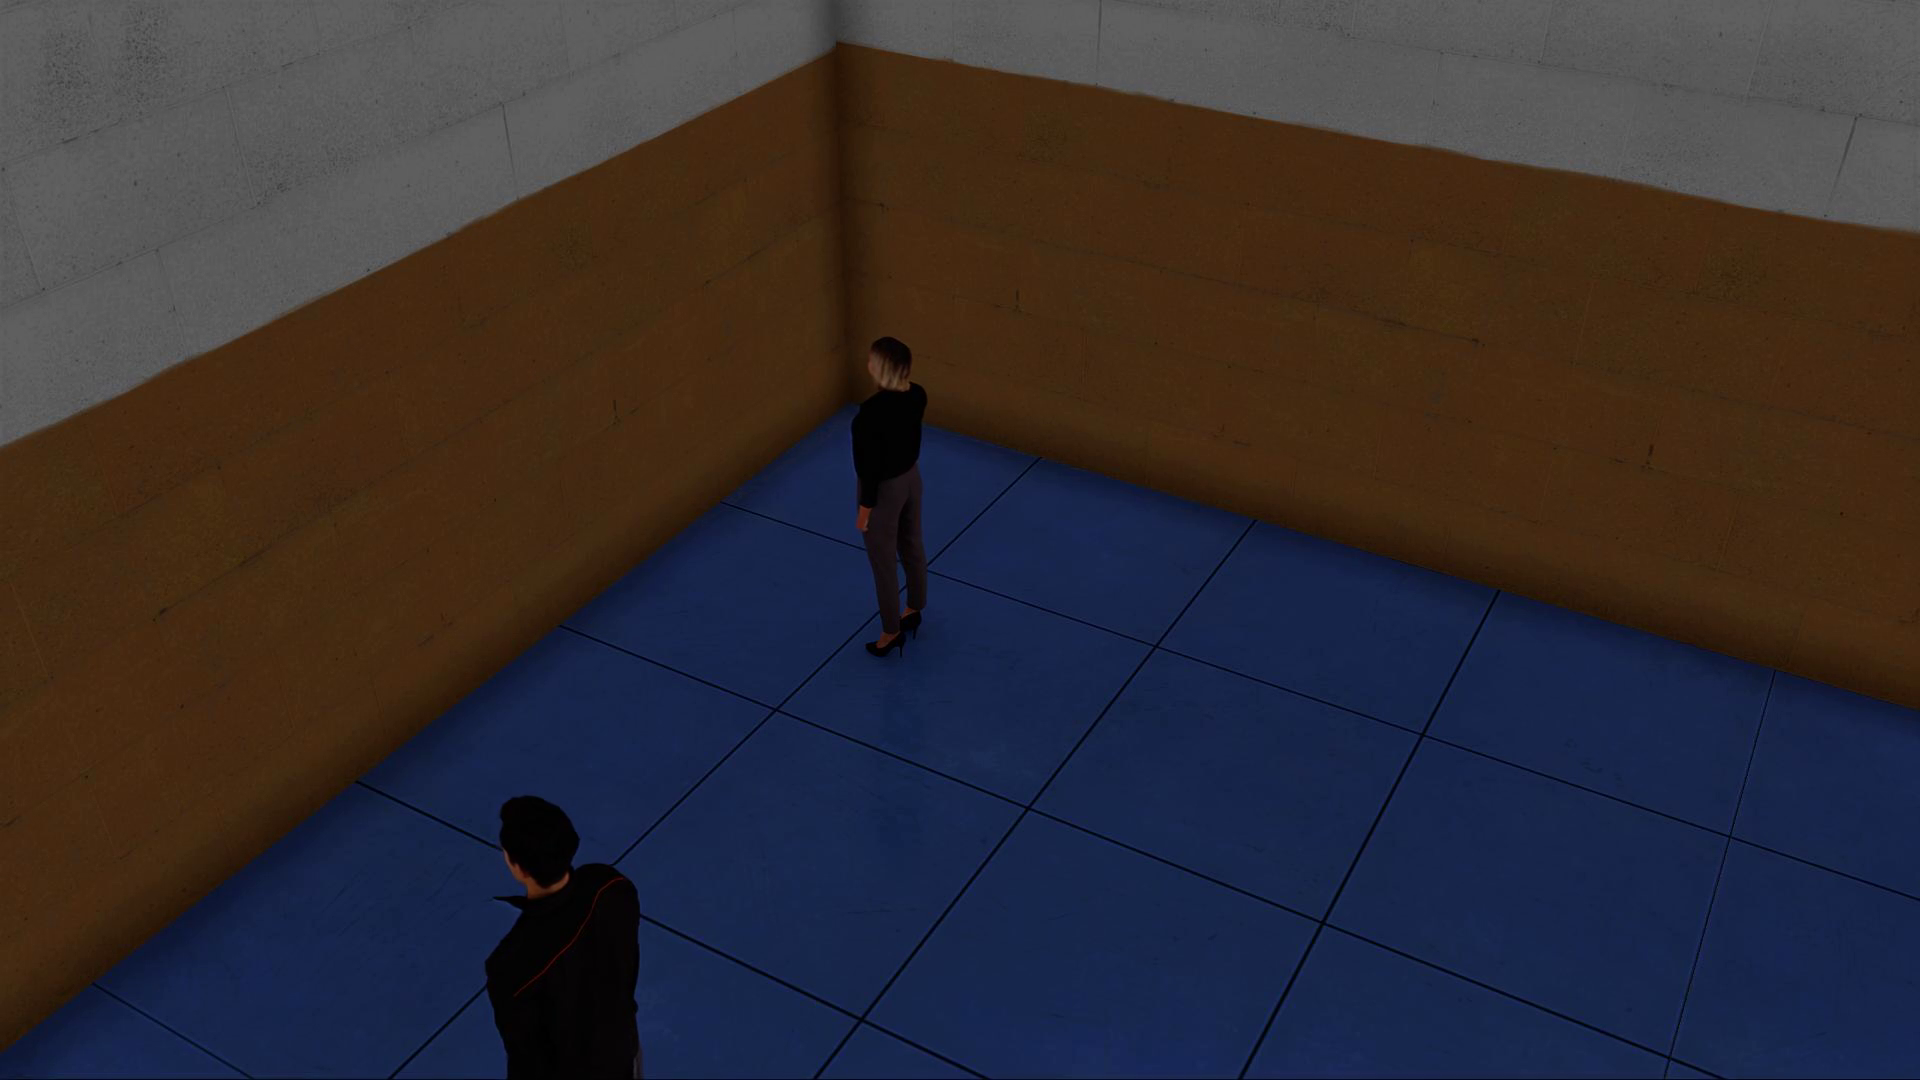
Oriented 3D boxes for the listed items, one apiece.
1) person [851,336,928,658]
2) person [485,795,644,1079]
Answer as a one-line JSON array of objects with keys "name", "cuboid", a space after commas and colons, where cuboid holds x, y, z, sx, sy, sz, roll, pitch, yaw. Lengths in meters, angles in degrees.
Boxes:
[{"name": "person", "cuboid": [-0.310, -0.186, 7.727, 0.661, 1.672, 0.472, 20, 39, 28]}, {"name": "person", "cuboid": [-1.122, 1.518, 4.917, 0.771, 1.946, 0.537, 15, 37, 22]}]
